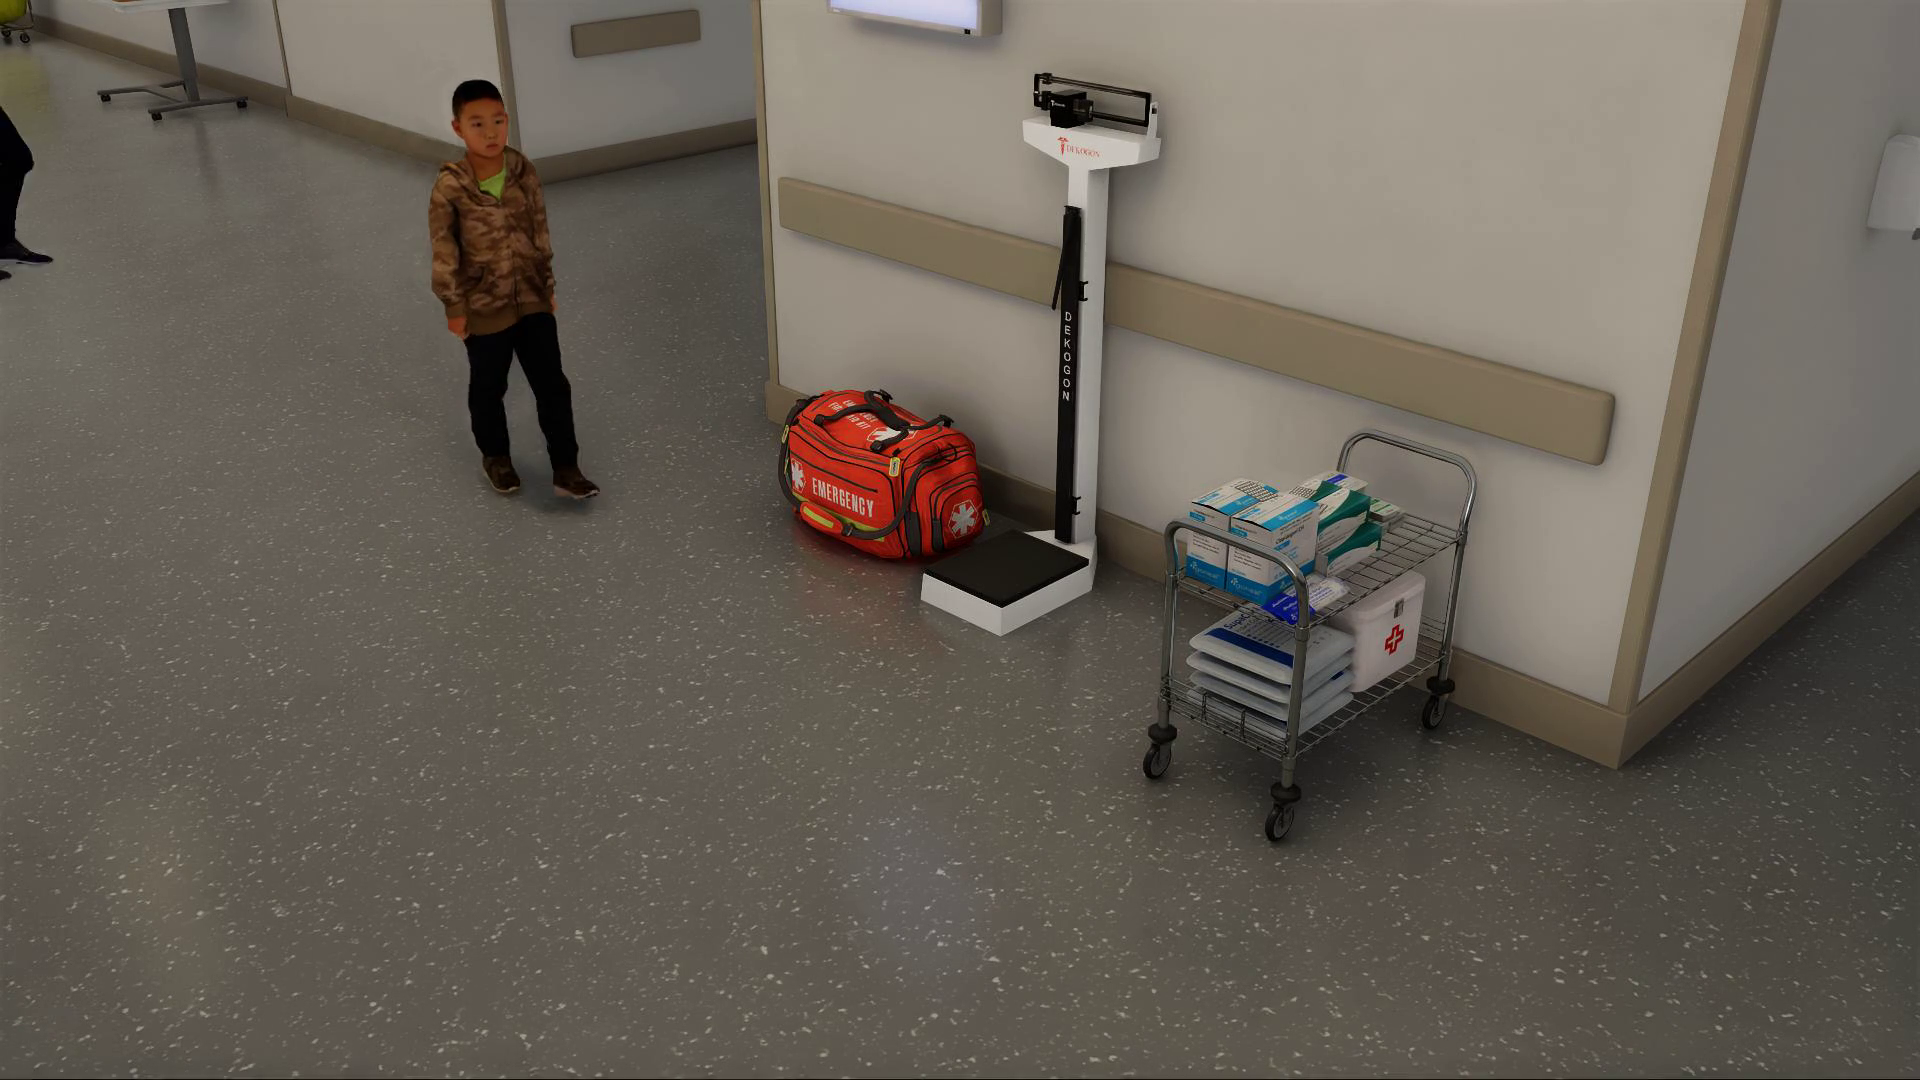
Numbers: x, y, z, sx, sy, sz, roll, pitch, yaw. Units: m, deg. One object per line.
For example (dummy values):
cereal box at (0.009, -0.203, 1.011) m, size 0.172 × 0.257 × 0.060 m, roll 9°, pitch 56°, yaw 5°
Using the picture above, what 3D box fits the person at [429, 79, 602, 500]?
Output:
person at (-1.604, -0.850, 5.726) m, size 0.681 × 1.437 × 0.850 m, roll -18°, pitch 31°, yaw -32°
